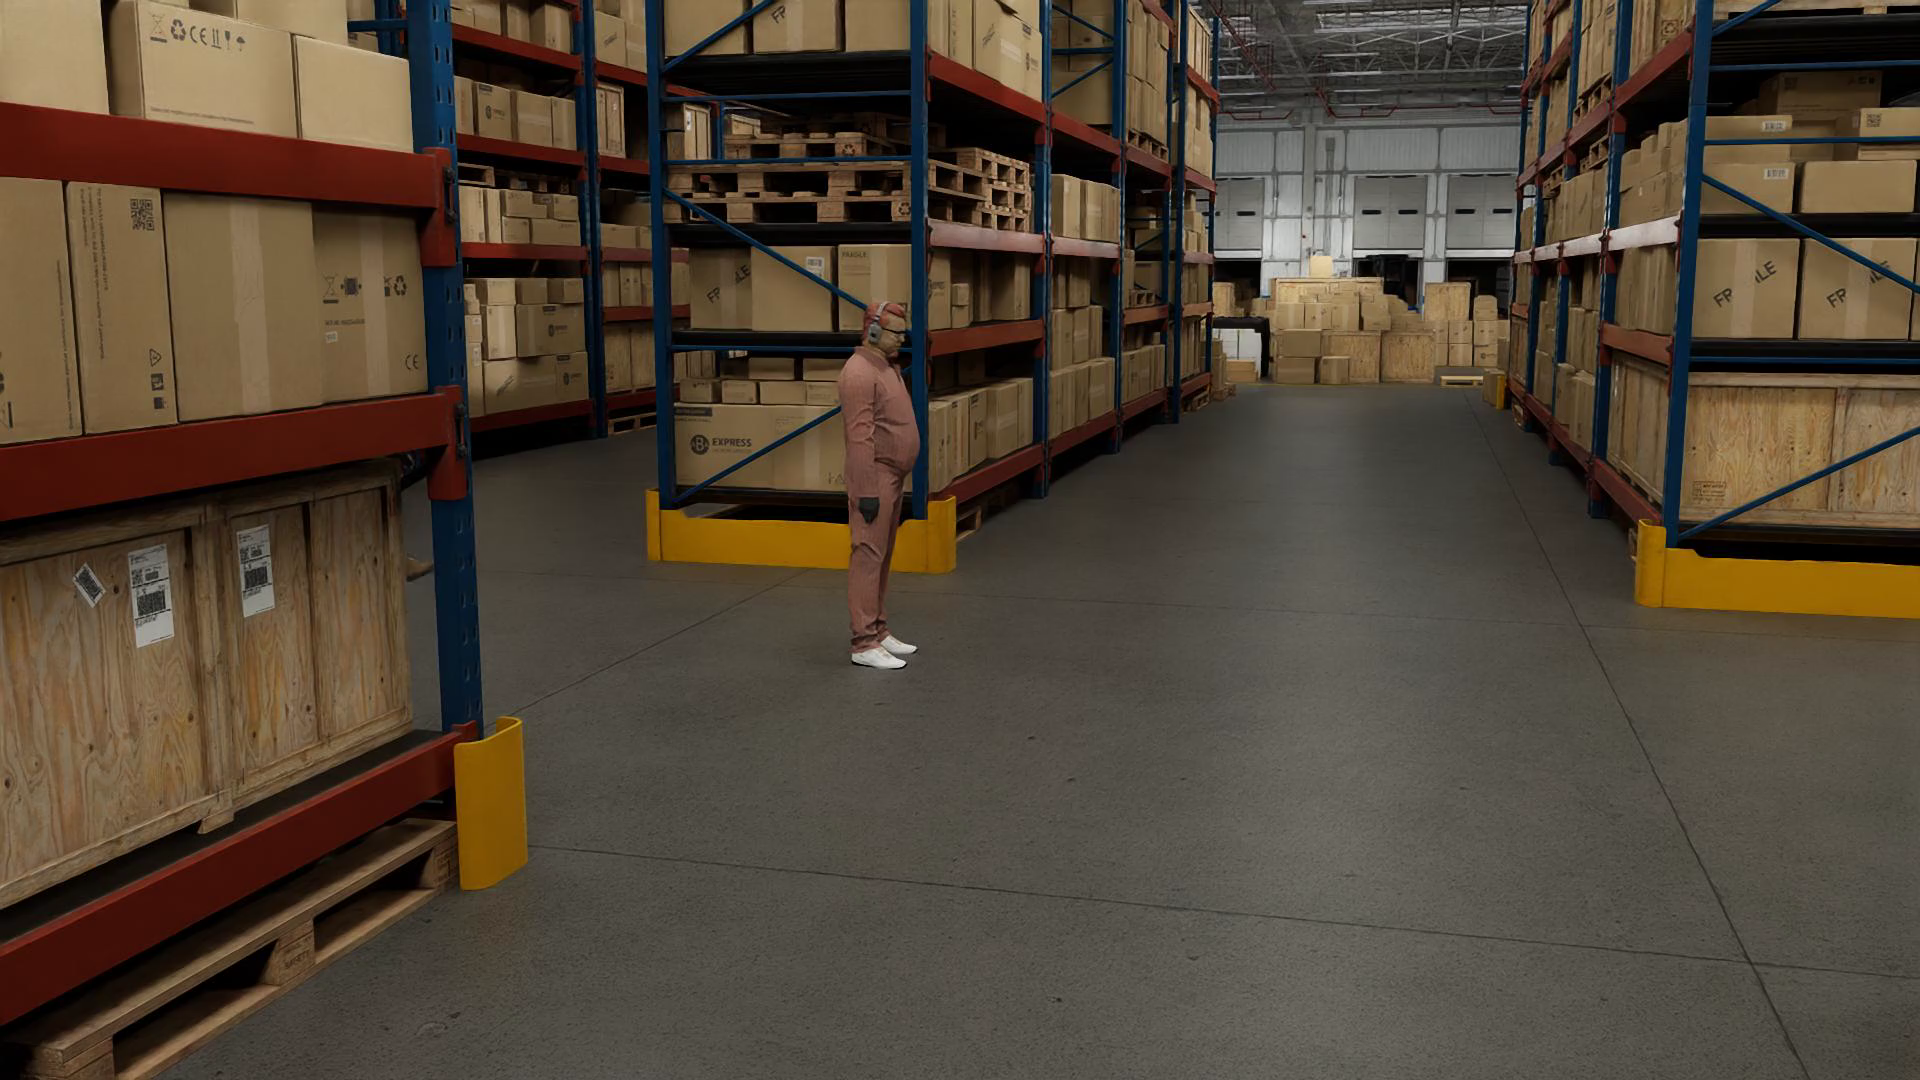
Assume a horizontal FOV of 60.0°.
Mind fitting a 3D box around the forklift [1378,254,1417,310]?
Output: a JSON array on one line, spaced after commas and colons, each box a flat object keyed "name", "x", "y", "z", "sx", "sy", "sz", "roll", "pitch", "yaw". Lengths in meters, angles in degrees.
[{"name": "forklift", "x": 14.526, "y": -8.207, "z": 55.916, "sx": 1.129, "sy": 2.768, "sz": 1.873, "roll": -2, "pitch": 9, "yaw": -11}]

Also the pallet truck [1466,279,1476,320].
[{"name": "pallet truck", "x": 18.896, "y": -8.459, "z": 60.307, "sx": 1.885, "sy": 1.965, "sz": 0.823, "roll": 5, "pitch": 10, "yaw": 31}]

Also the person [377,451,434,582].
[{"name": "person", "x": -3.842, "y": -0.534, "z": 11.045, "sx": 0.848, "sy": 1.656, "sz": 0.538, "roll": 1, "pitch": 9, "yaw": 8}]

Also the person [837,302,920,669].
[{"name": "person", "x": -0.411, "y": -0.291, "z": 8.724, "sx": 0.407, "sy": 1.902, "sz": 0.638, "roll": 1, "pitch": 9, "yaw": 9}]
